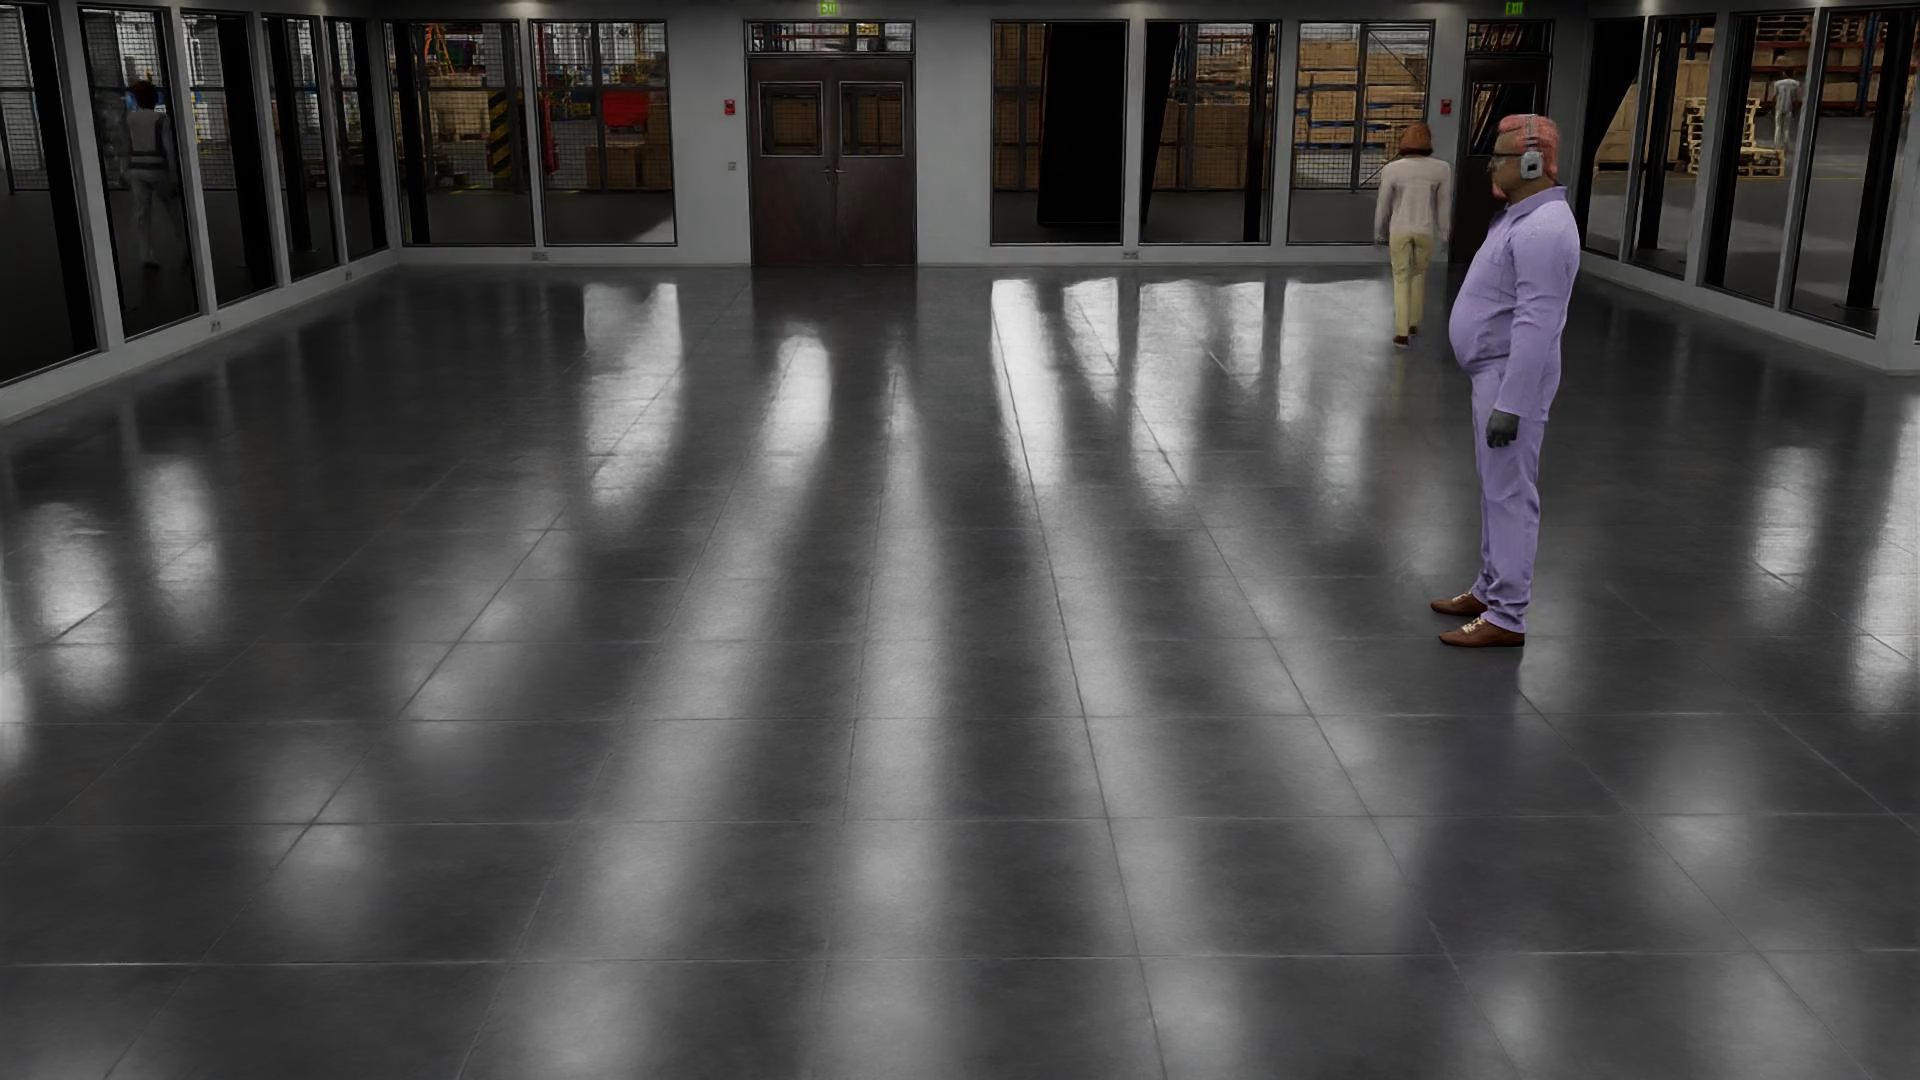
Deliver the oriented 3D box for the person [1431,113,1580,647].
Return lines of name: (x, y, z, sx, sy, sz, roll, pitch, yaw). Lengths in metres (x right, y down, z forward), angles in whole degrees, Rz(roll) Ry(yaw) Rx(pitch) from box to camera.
person: (1.962, -0.559, 6.004, 0.411, 1.909, 0.643, 4, 17, 12)

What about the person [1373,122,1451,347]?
person: (3.316, -2.262, 12.290, 0.530, 1.610, 0.585, 1, 16, 3)
